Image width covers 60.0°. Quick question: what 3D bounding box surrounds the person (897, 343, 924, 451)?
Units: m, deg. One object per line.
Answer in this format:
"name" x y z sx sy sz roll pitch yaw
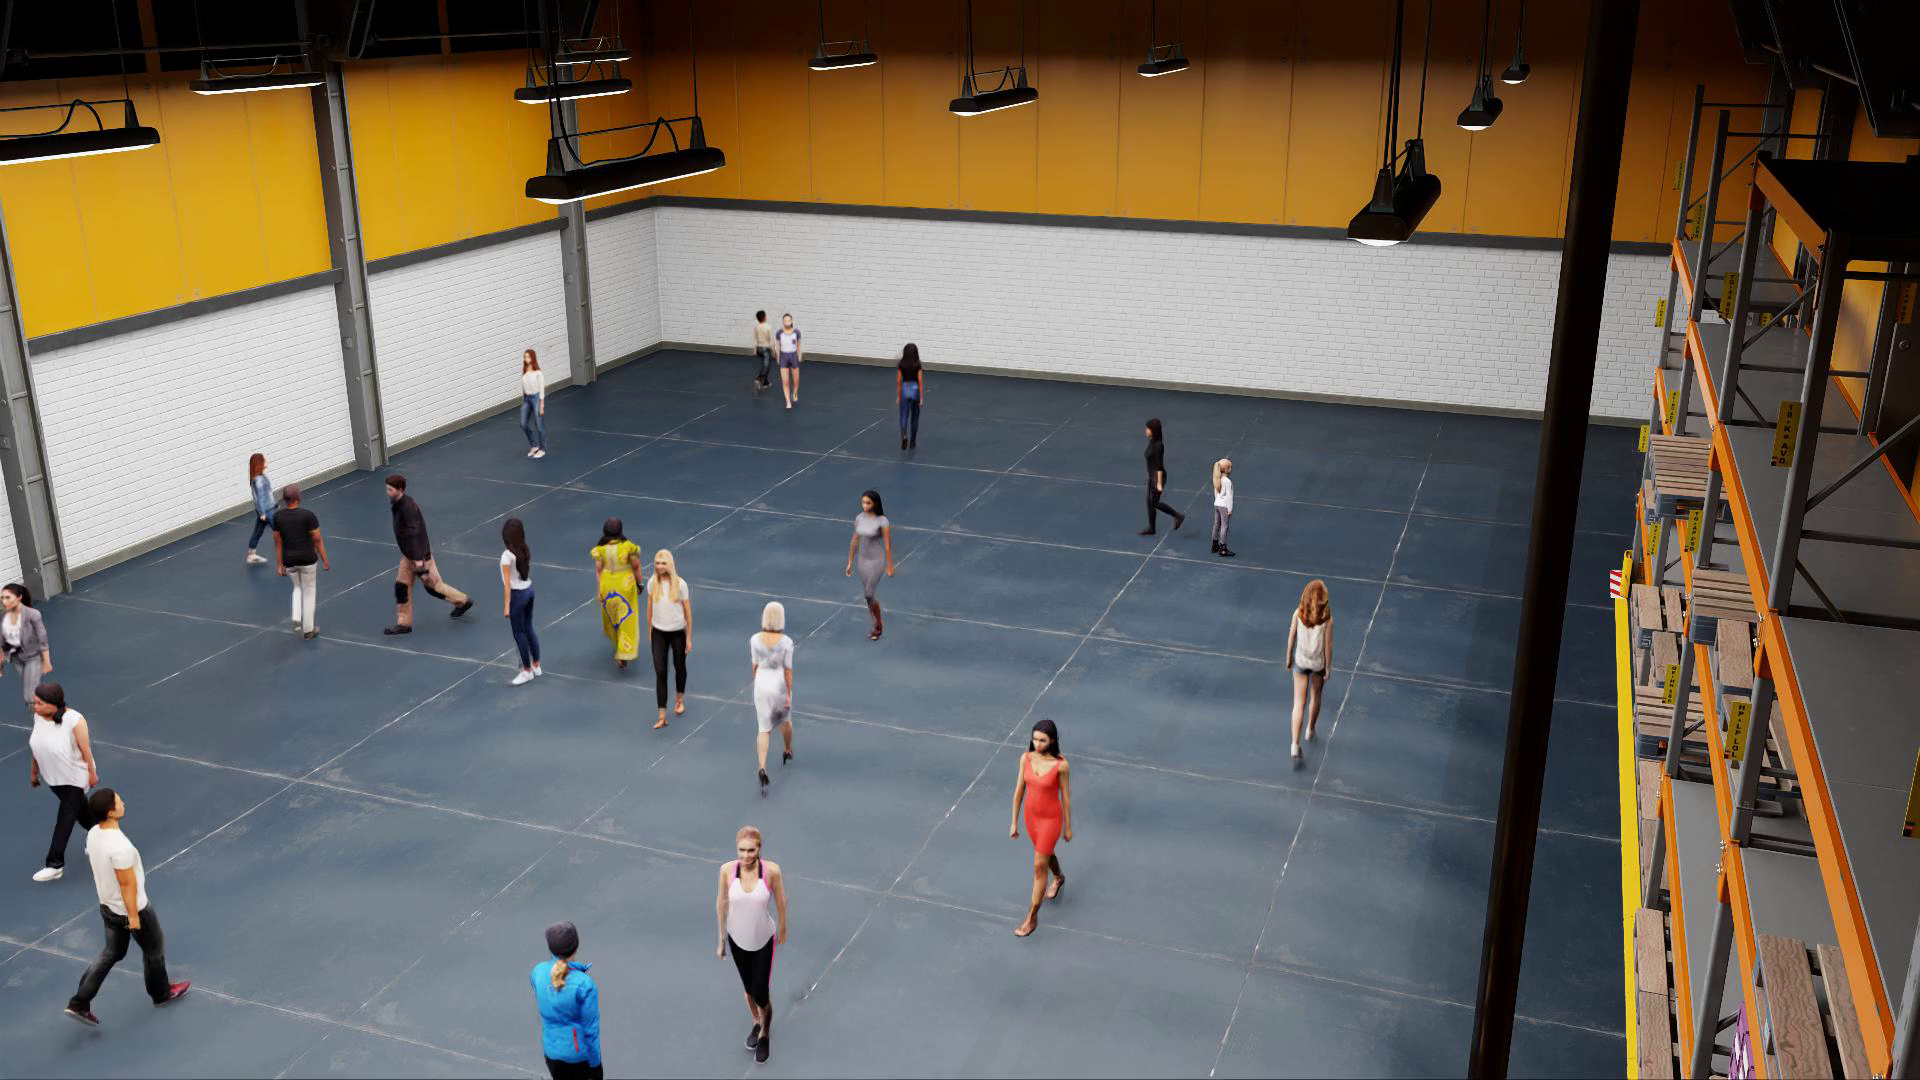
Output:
"person" -0.789 -2.212 26.114 0.746 1.724 1.027 1 19 4

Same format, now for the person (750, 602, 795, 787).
"person" -1.746 1.441 15.288 0.791 1.710 1.147 1 19 3

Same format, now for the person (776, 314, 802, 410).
"person" -2.984 -3.125 28.962 0.762 1.636 0.857 -2 19 -5

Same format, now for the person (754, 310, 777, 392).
"person" -3.576 -3.403 30.088 0.606 1.444 0.937 9 20 24

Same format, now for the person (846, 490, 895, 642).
"person" -0.927 0.267 18.682 0.684 1.767 0.739 14 23 36

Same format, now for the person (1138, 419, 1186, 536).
"person" 2.695 -0.819 22.137 0.848 1.622 0.870 -3 19 -8

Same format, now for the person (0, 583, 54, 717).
"person" -8.979 1.169 16.172 0.599 1.660 0.590 7 20 19

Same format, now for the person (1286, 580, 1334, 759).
"person" 3.303 1.257 15.814 0.580 1.722 1.096 6 20 18

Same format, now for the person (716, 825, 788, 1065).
"person" -1.404 2.703 11.455 0.662 1.763 0.732 4 19 11

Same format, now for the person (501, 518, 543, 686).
"person" -4.630 0.628 17.615 0.757 1.766 0.500 1 19 4

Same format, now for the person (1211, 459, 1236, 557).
"person" 3.395 -0.433 21.528 0.640 1.279 0.579 -8 20 -23

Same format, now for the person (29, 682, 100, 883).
"person" -7.410 1.948 13.884 0.705 1.645 1.080 8 20 22

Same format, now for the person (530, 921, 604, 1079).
"person" -2.414 3.159 10.080 0.633 1.778 0.841 9 21 25

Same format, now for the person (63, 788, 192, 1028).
"person" -5.987 2.608 11.711 0.824 1.782 1.149 12 22 33

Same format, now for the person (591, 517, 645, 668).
"person" -3.686 0.600 17.948 0.988 1.606 1.339 0 19 1

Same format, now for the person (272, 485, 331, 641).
"person" -7.407 0.279 18.610 0.737 1.792 0.738 1 19 3

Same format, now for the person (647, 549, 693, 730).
"person" -2.874 0.935 16.665 0.850 1.790 1.146 0 19 1

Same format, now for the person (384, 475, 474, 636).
"person" -6.074 0.153 18.869 1.371 1.866 1.151 -14 23 -35

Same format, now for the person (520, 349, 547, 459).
"person" -6.593 -2.141 25.909 0.590 1.720 0.561 7 20 19

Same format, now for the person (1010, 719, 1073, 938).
"person" 0.692 2.192 13.113 0.761 1.674 1.184 11 21 29
